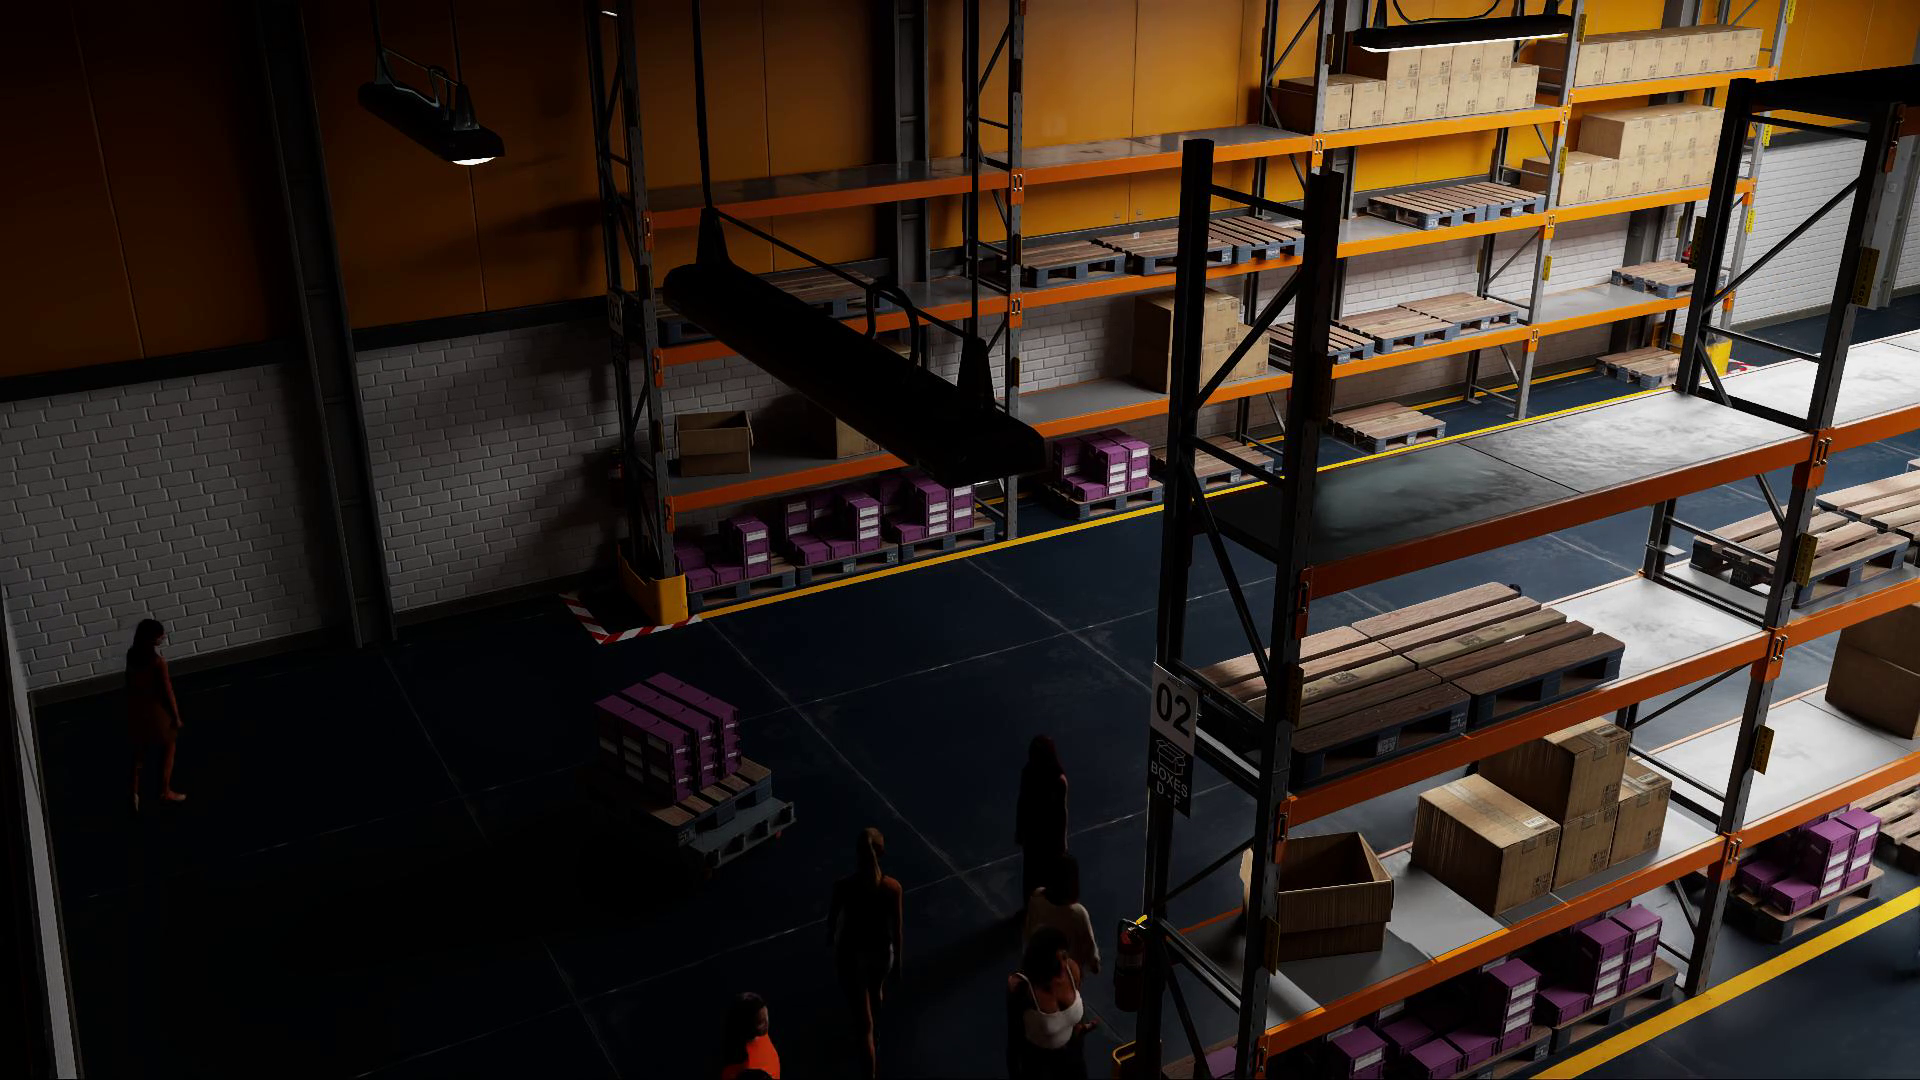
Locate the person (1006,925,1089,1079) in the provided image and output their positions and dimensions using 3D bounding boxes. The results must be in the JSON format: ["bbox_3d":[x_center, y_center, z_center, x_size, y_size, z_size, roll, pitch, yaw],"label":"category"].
[{"bbox_3d":[0.432,2.925,9.604,0.586,1.798,0.714,-11,26,-24],"label":"person"}]

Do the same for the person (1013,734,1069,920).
[{"bbox_3d":[0.594,2.058,11.884,0.629,1.561,0.645,16,28,32],"label":"person"}]

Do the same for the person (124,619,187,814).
[{"bbox_3d":[-6.474,1.409,13.252,0.802,1.654,0.860,5,24,12],"label":"person"}]

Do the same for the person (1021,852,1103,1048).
[{"bbox_3d":[0.532,2.728,10.255,1.140,1.638,0.773,-20,31,-39],"label":"person"}]

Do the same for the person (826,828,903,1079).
[{"bbox_3d":[-0.573,2.655,10.242,1.234,1.781,0.972,-4,24,-9],"label":"person"}]

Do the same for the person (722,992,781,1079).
[{"bbox_3d":[-1.240,3.173,9.118,0.846,1.734,0.788,3,24,7],"label":"person"}]

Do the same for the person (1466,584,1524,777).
[{"bbox_3d":[4.399,1.222,13.610,1.216,1.711,0.794,-19,30,-36],"label":"person"}]
